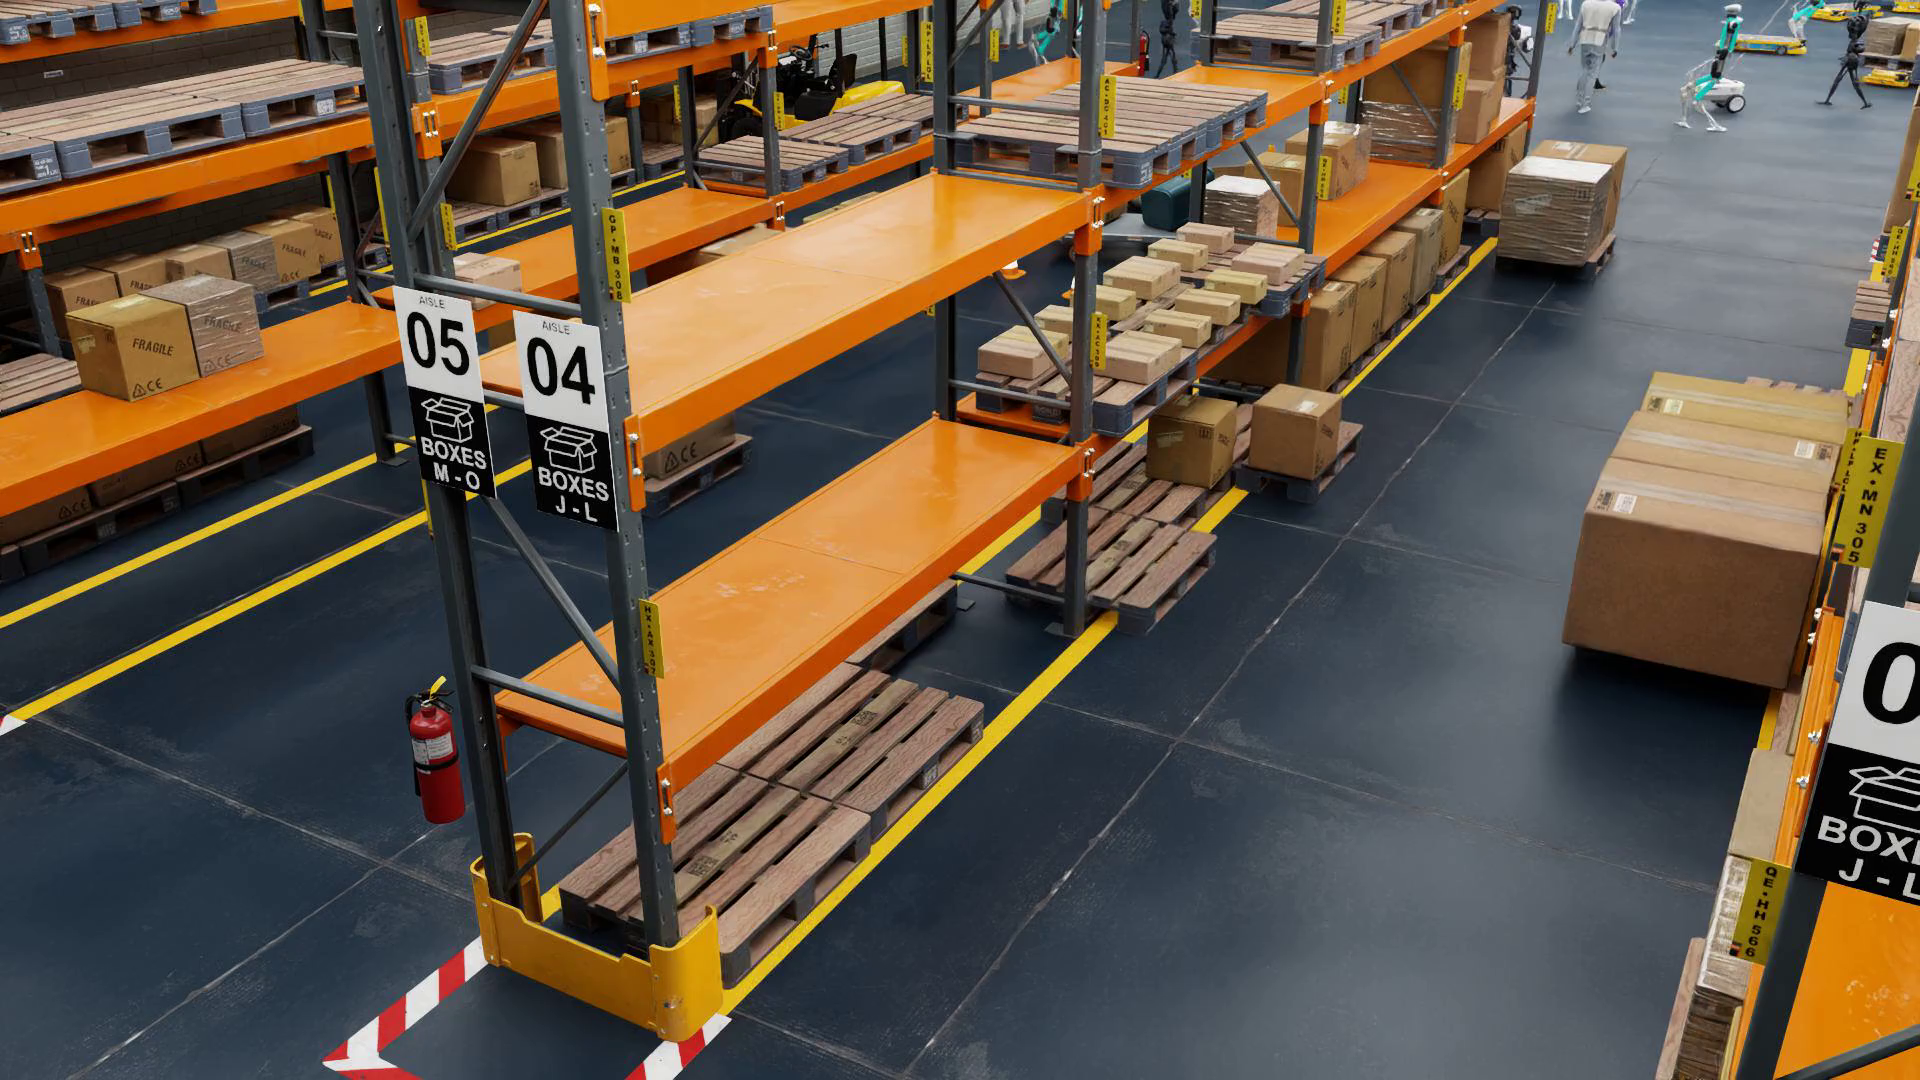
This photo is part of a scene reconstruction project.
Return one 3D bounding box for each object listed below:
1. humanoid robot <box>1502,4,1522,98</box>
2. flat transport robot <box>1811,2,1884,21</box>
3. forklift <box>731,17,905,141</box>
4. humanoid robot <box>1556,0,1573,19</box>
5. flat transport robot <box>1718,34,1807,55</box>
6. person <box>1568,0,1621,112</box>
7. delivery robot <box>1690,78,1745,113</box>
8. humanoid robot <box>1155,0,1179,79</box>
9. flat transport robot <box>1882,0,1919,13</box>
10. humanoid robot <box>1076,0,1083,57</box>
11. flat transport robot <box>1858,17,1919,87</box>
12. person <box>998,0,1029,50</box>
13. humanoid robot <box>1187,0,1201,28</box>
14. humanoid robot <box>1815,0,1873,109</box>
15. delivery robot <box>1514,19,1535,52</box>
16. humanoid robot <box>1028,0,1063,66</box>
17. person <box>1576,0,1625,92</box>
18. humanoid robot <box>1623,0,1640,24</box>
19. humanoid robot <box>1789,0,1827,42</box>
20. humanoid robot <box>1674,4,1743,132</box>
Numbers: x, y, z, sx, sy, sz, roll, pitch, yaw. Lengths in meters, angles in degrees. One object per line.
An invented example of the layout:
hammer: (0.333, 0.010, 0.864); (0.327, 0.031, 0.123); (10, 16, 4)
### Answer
humanoid robot: (7.886, -6.954, 24.194); (0.601, 1.639, 0.585); (10, 28, 20)
flat transport robot: (17.775, -10.593, 33.354); (1.431, 0.231, 0.659); (-13, 28, -24)
forklift: (-1.819, -5.975, 21.543); (2.313, 2.155, 1.214); (14, 29, 26)
humanoid robot: (12.196, -11.261, 33.053); (0.545, 1.771, 0.796); (-8, 27, -16)
flat transport robot: (14.378, -8.878, 29.790); (1.431, 0.231, 0.659); (11, 28, 21)
person: (9.498, -7.395, 24.846); (0.663, 1.881, 0.825); (18, 31, 33)
delivery robot: (11.375, -6.704, 24.965); (0.785, 0.614, 0.525); (0, 26, 0)
humanoid robot: (3.379, -8.090, 26.559); (0.609, 1.640, 0.603); (2, 26, 4)
flat transport robot: (19.655, -11.047, 34.297); (0.659, 0.231, 1.431); (15, 29, 28)
humanoid robot: (1.999, -9.083, 28.593); (0.542, 1.856, 0.704); (7, 27, 14)
flat transport robot: (15.376, -7.611, 27.157); (1.431, 0.231, 0.659); (-21, 33, -36)
person: (0.927, -9.742, 29.724); (0.766, 1.901, 0.357); (-7, 27, -14)
humanoid robot: (4.515, -10.156, 30.813); (0.761, 1.822, 0.547); (-2, 26, -5)
humanoid robot: (13.448, -7.311, 24.990); (0.801, 1.636, 0.610); (14, 29, 27)
delivery robot: (9.850, -8.986, 29.663); (0.757, 0.577, 0.499); (-16, 30, -29)
humanoid robot: (1.361, -8.356, 27.013); (0.816, 1.762, 0.549); (7, 26, 14)
person: (9.966, -7.946, 25.949); (0.845, 1.931, 0.606); (-15, 29, -28)
humanoid robot: (13.044, -10.905, 32.337); (0.878, 1.763, 0.533); (-9, 27, -18)
humanoid robot: (15.228, -9.659, 29.763); (0.701, 1.815, 0.549); (23, 34, 39)
humanoid robot: (10.529, -6.672, 23.538); (0.900, 1.774, 0.537); (12, 28, 23)
